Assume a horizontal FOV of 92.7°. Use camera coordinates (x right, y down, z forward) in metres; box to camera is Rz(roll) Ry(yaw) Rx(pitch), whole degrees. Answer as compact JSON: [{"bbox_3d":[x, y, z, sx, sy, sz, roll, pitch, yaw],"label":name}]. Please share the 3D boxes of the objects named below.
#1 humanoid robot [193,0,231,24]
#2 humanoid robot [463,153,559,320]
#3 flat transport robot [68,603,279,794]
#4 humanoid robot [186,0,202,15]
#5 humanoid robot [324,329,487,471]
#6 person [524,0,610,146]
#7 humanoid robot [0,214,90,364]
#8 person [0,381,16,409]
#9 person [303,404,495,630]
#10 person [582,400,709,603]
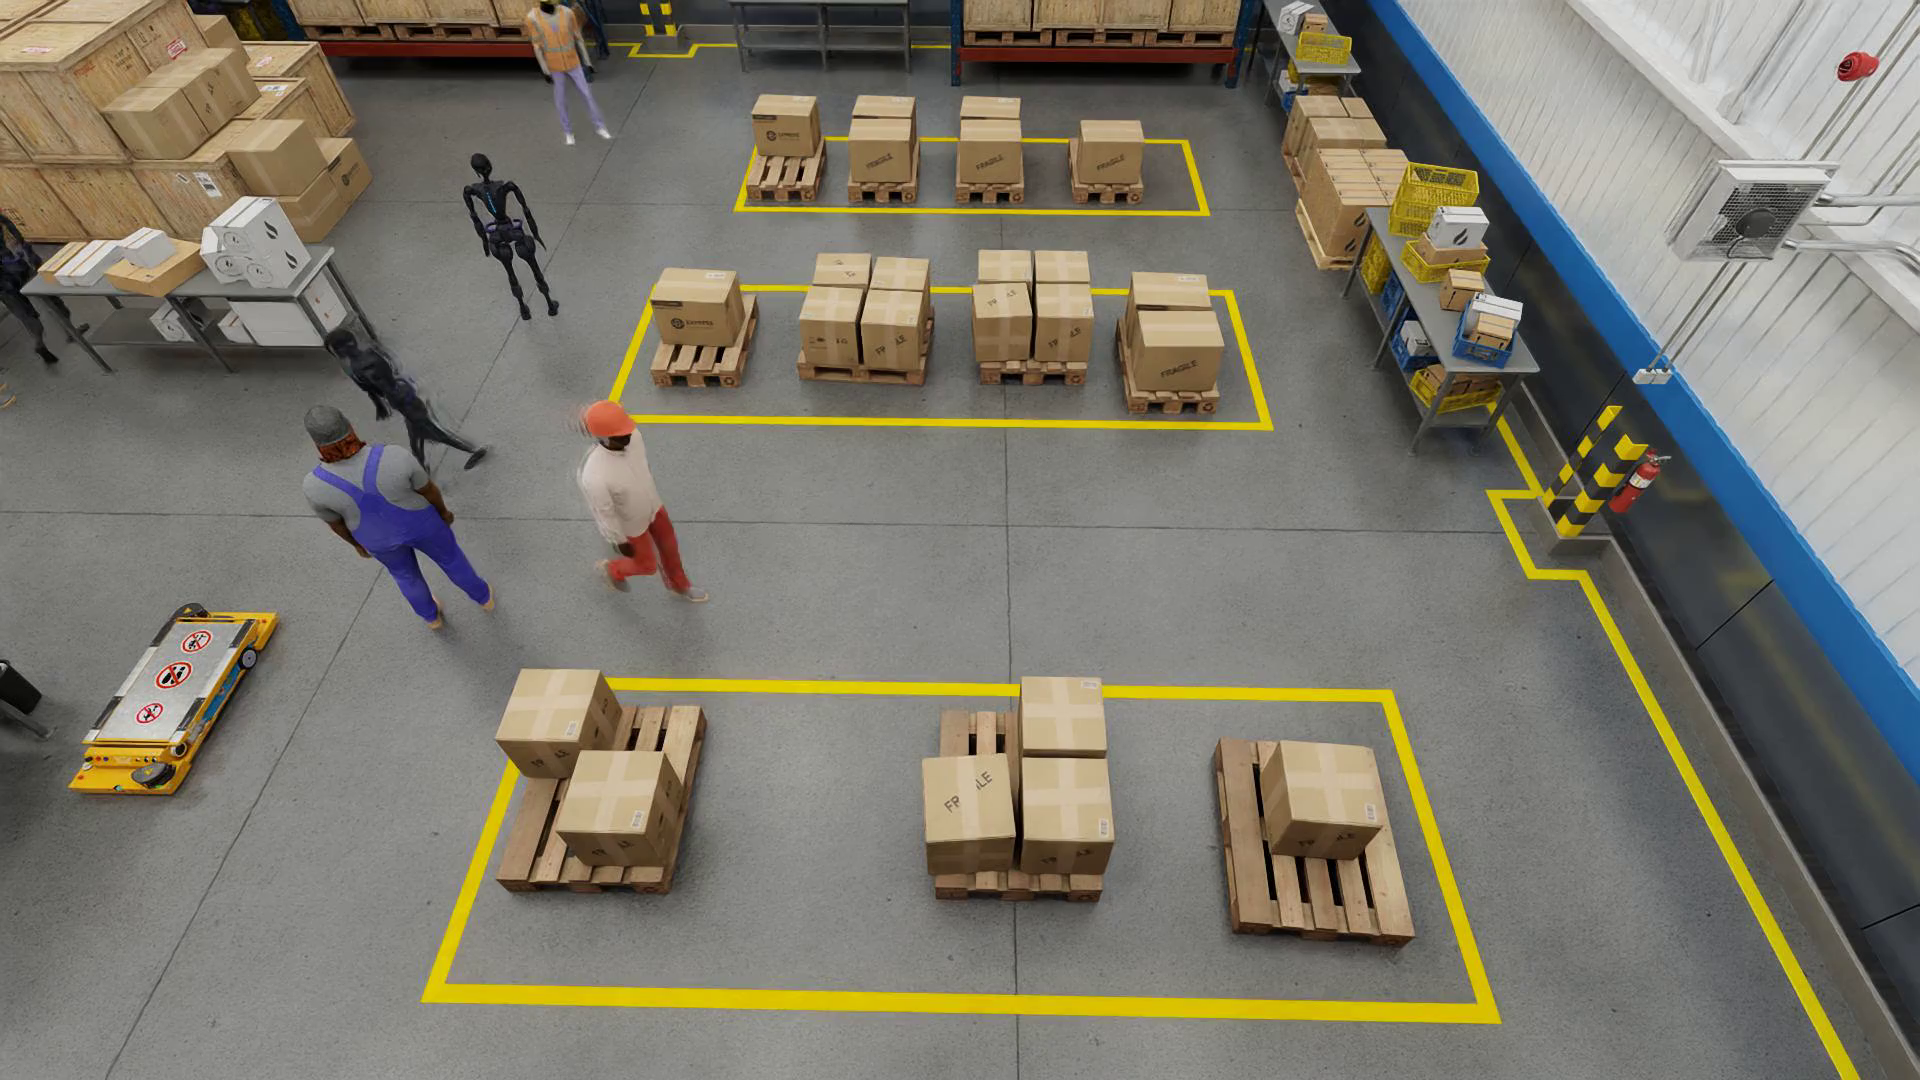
[{"bbox_3d":[-10.174,-7.102,12.454,0.494,1.637,0.630,-10,51,-8],"label":"humanoid robot"},{"bbox_3d":[-4.392,-2.940,8.931,0.572,1.650,0.333,-11,51,-9],"label":"humanoid robot"},{"bbox_3d":[-5.504,1.072,6.442,0.652,0.197,1.431,1,50,1],"label":"flat transport robot"},{"bbox_3d":[-9.970,-6.466,11.915,0.565,1.651,0.351,-36,58,-26],"label":"humanoid robot"},{"bbox_3d":[-4.426,-1.040,7.355,0.788,1.621,0.625,-31,56,-24],"label":"humanoid robot"},{"bbox_3d":[-4.861,-5.851,11.241,0.596,1.921,0.384,-24,54,-19],"label":"person"},{"bbox_3d":[-8.888,-2.463,8.544,0.596,1.623,0.622,-8,50,-7],"label":"humanoid robot"},{"bbox_3d":[-9.129,-1.924,7.937,0.582,1.881,0.340,37,59,27],"label":"person"},{"bbox_3d":[-3.895,-0.150,6.335,0.681,2.000,0.535,-21,53,-17],"label":"person"},{"bbox_3d":[-2.326,-0.211,6.422,0.662,1.978,0.612,15,51,12],"label":"person"}]
